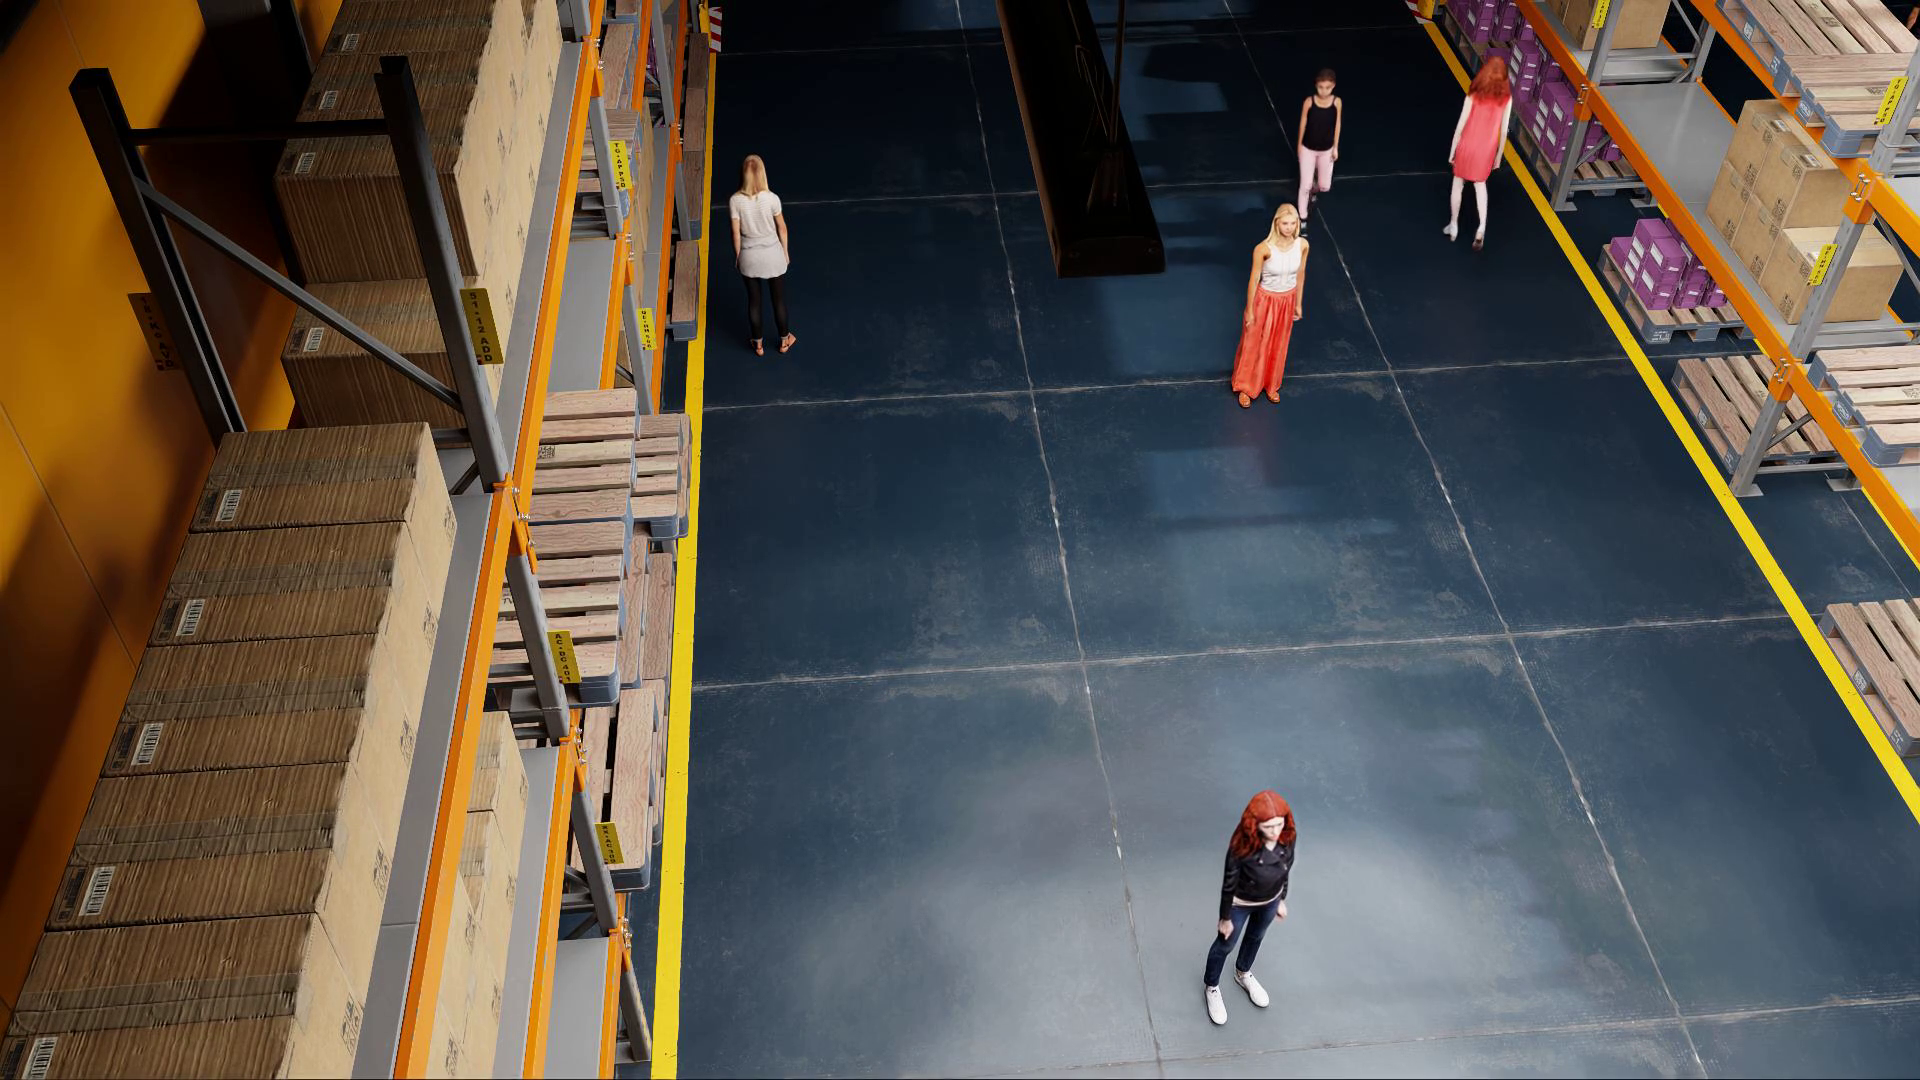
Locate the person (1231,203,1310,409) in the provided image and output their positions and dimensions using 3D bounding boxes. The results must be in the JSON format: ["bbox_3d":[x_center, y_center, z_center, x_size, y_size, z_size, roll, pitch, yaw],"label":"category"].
[{"bbox_3d":[2.430,-1.830,12.926,0.670,1.802,0.624,-10,44,-10],"label":"person"}]

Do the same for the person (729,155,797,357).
[{"bbox_3d":[-1.592,-2.268,13.369,0.582,1.827,0.509,-3,44,-3],"label":"person"}]

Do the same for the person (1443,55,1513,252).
[{"bbox_3d":[4.501,-3.303,14.465,0.639,1.812,0.946,1,44,1],"label":"person"}]

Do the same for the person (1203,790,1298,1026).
[{"bbox_3d":[1.565,1.956,8.964,0.631,1.787,0.633,-16,46,-16],"label":"person"}]

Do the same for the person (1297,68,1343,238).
[{"bbox_3d":[3.191,-3.516,14.878,0.579,1.551,0.845,1,44,1],"label":"person"}]
